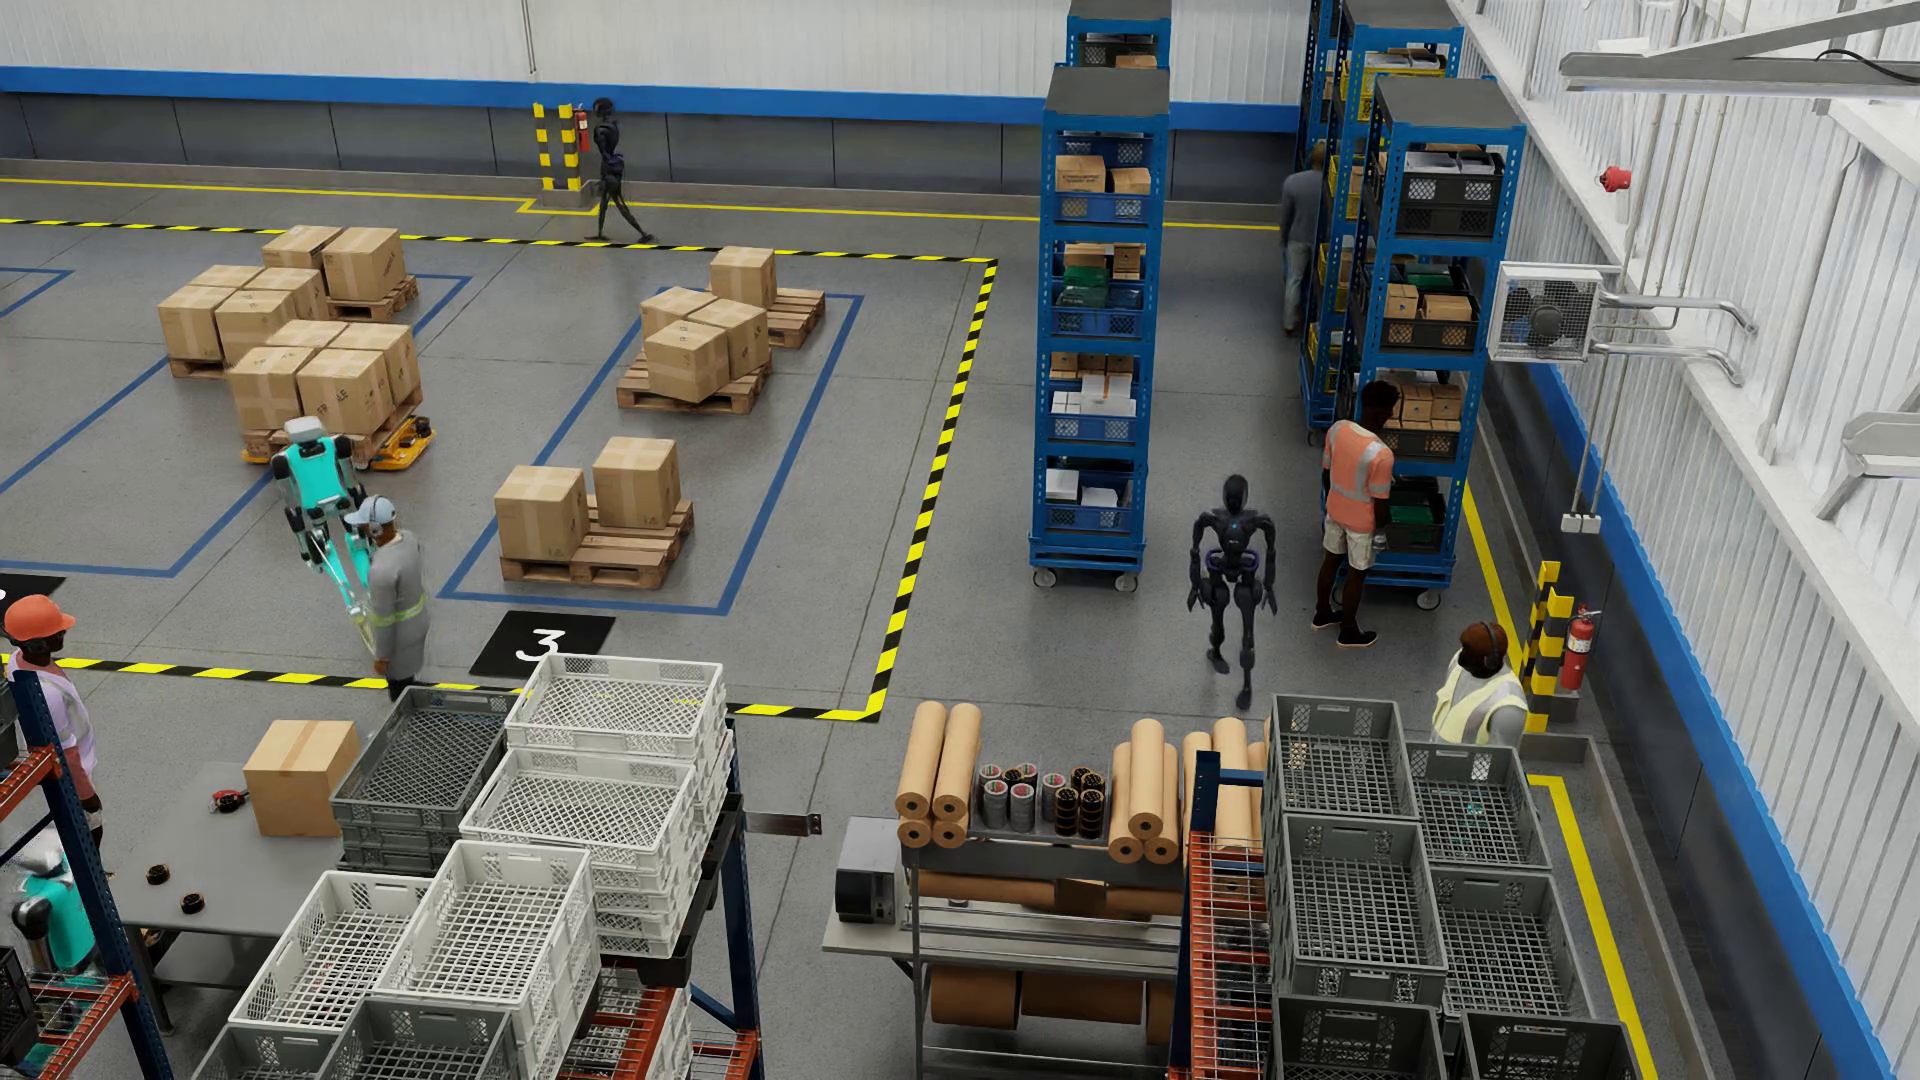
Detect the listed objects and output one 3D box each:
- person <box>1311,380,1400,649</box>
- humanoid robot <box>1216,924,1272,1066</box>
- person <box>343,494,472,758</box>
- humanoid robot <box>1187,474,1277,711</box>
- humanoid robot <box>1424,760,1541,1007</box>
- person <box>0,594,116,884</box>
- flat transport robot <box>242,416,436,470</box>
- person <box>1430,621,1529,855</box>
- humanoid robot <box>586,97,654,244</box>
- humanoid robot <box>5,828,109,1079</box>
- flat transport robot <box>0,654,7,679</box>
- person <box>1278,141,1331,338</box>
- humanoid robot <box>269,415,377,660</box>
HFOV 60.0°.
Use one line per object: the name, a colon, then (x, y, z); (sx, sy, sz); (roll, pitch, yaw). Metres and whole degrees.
person: (2.705, -0.182, 11.305); (0.389, 1.957, 0.611); (-15, 33, -23)
humanoid robot: (1.126, 2.316, 7.359); (0.756, 1.648, 0.592); (19, 35, 29)
person: (-3.407, 0.554, 10.178); (0.538, 1.858, 0.597); (-2, 30, -3)
humanoid robot: (1.784, 0.272, 10.838); (0.586, 1.619, 0.691); (4, 30, 6)
humanoid robot: (2.510, 1.715, 8.327); (0.567, 1.822, 0.810); (6, 31, 9)
person: (-4.738, 1.178, 8.902); (0.407, 2.035, 0.607); (-21, 36, -31)
flat transport robot: (-5.270, -0.861, 14.125); (1.431, 0.197, 0.652); (3, 30, 6)
person: (2.746, 1.228, 9.015); (0.431, 1.835, 0.619); (-7, 31, -11)
humanoid robot: (-3.813, -4.031, 18.260); (0.781, 1.642, 0.589); (-2, 30, -3)
humanoid robot: (-4.313, 2.090, 7.675); (0.878, 1.825, 0.546); (1, 30, 2)
flat transport robot: (-7.142, 0.969, 11.010); (1.431, 0.231, 0.659); (3, 30, 6)
person: (3.360, -2.870, 15.946); (0.633, 1.937, 0.365); (4, 30, 7)
humanoid robot: (-4.105, 0.053, 11.094); (0.547, 1.702, 0.994); (-23, 37, -33)
